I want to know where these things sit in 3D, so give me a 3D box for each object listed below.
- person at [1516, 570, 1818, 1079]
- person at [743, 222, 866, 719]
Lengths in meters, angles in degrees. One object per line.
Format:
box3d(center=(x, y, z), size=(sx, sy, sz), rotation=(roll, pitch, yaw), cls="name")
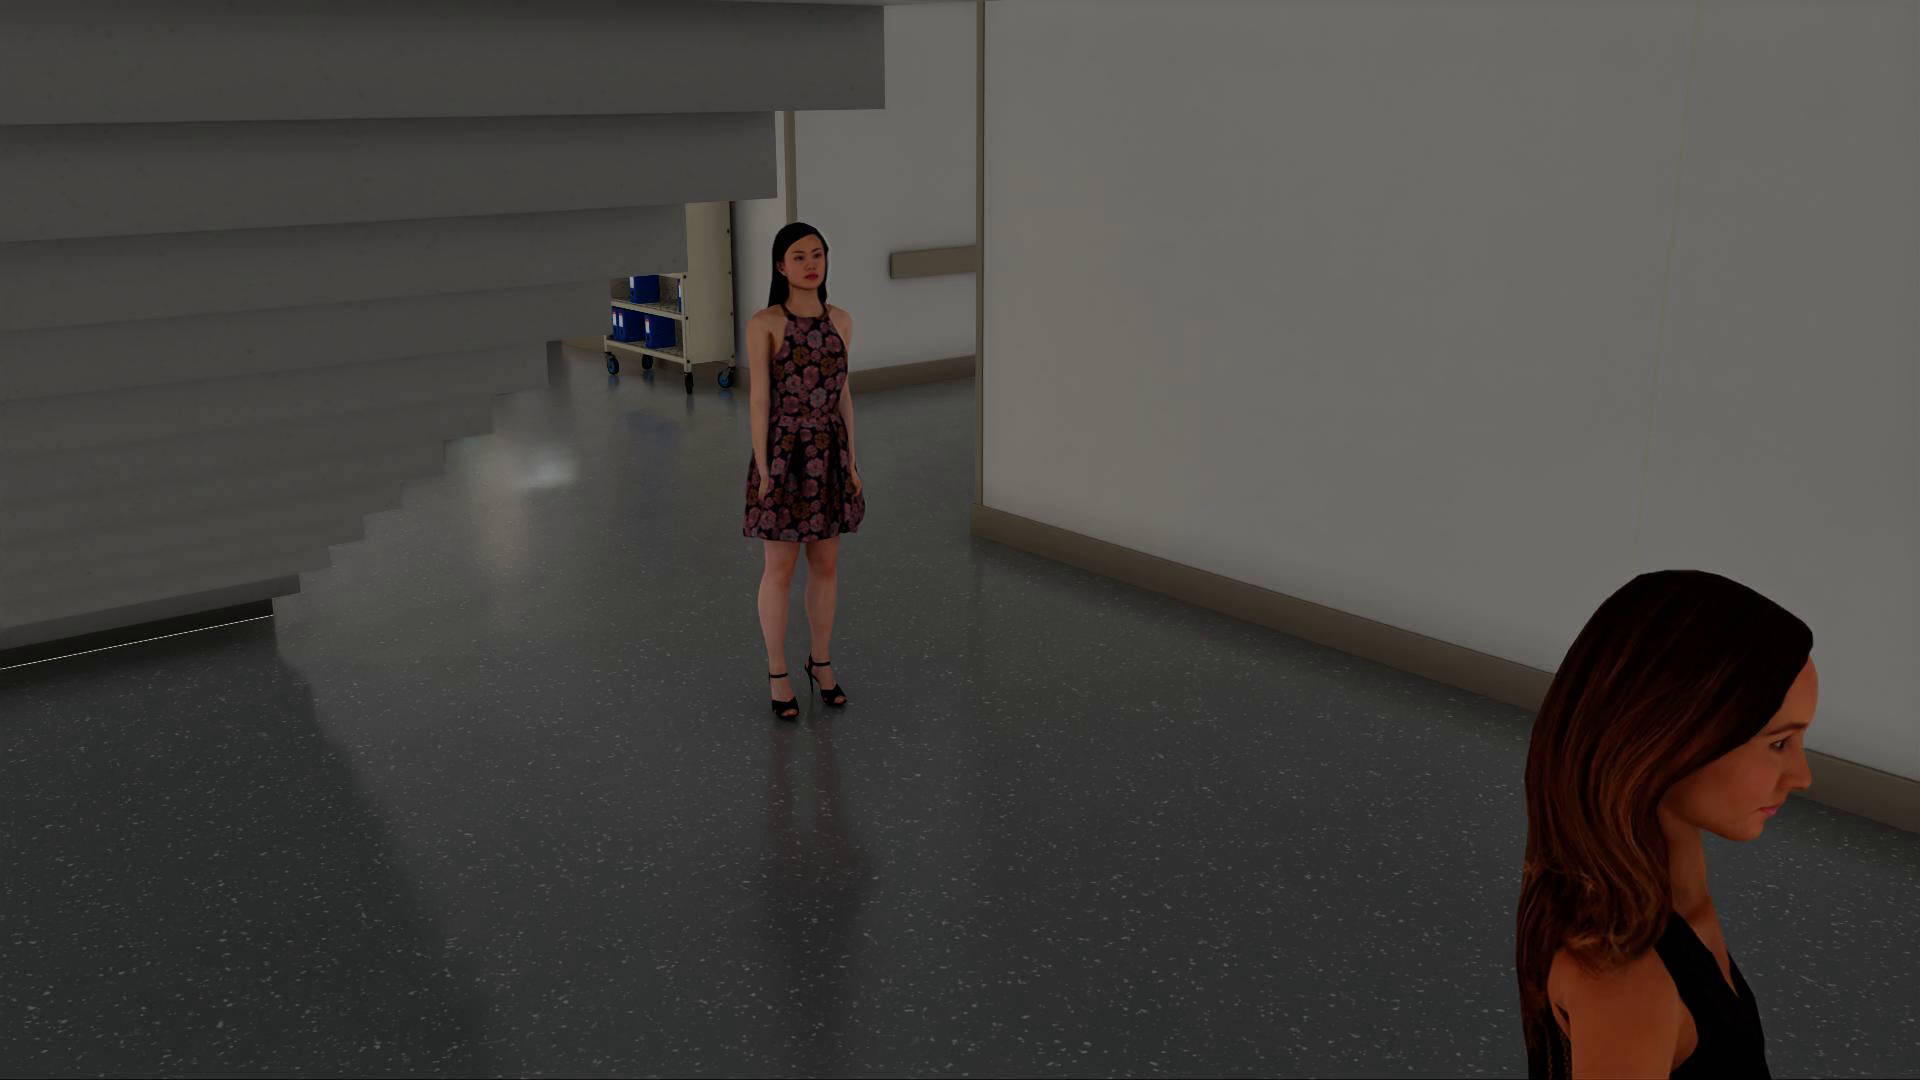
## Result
box3d(center=(0.646, 0.915, 1.745), size=(0.689, 1.834, 0.670), rotation=(5, 17, 17), cls="person")
box3d(center=(-0.556, -0.238, 5.946), size=(0.681, 1.774, 0.686), rotation=(-11, 19, -33), cls="person")
